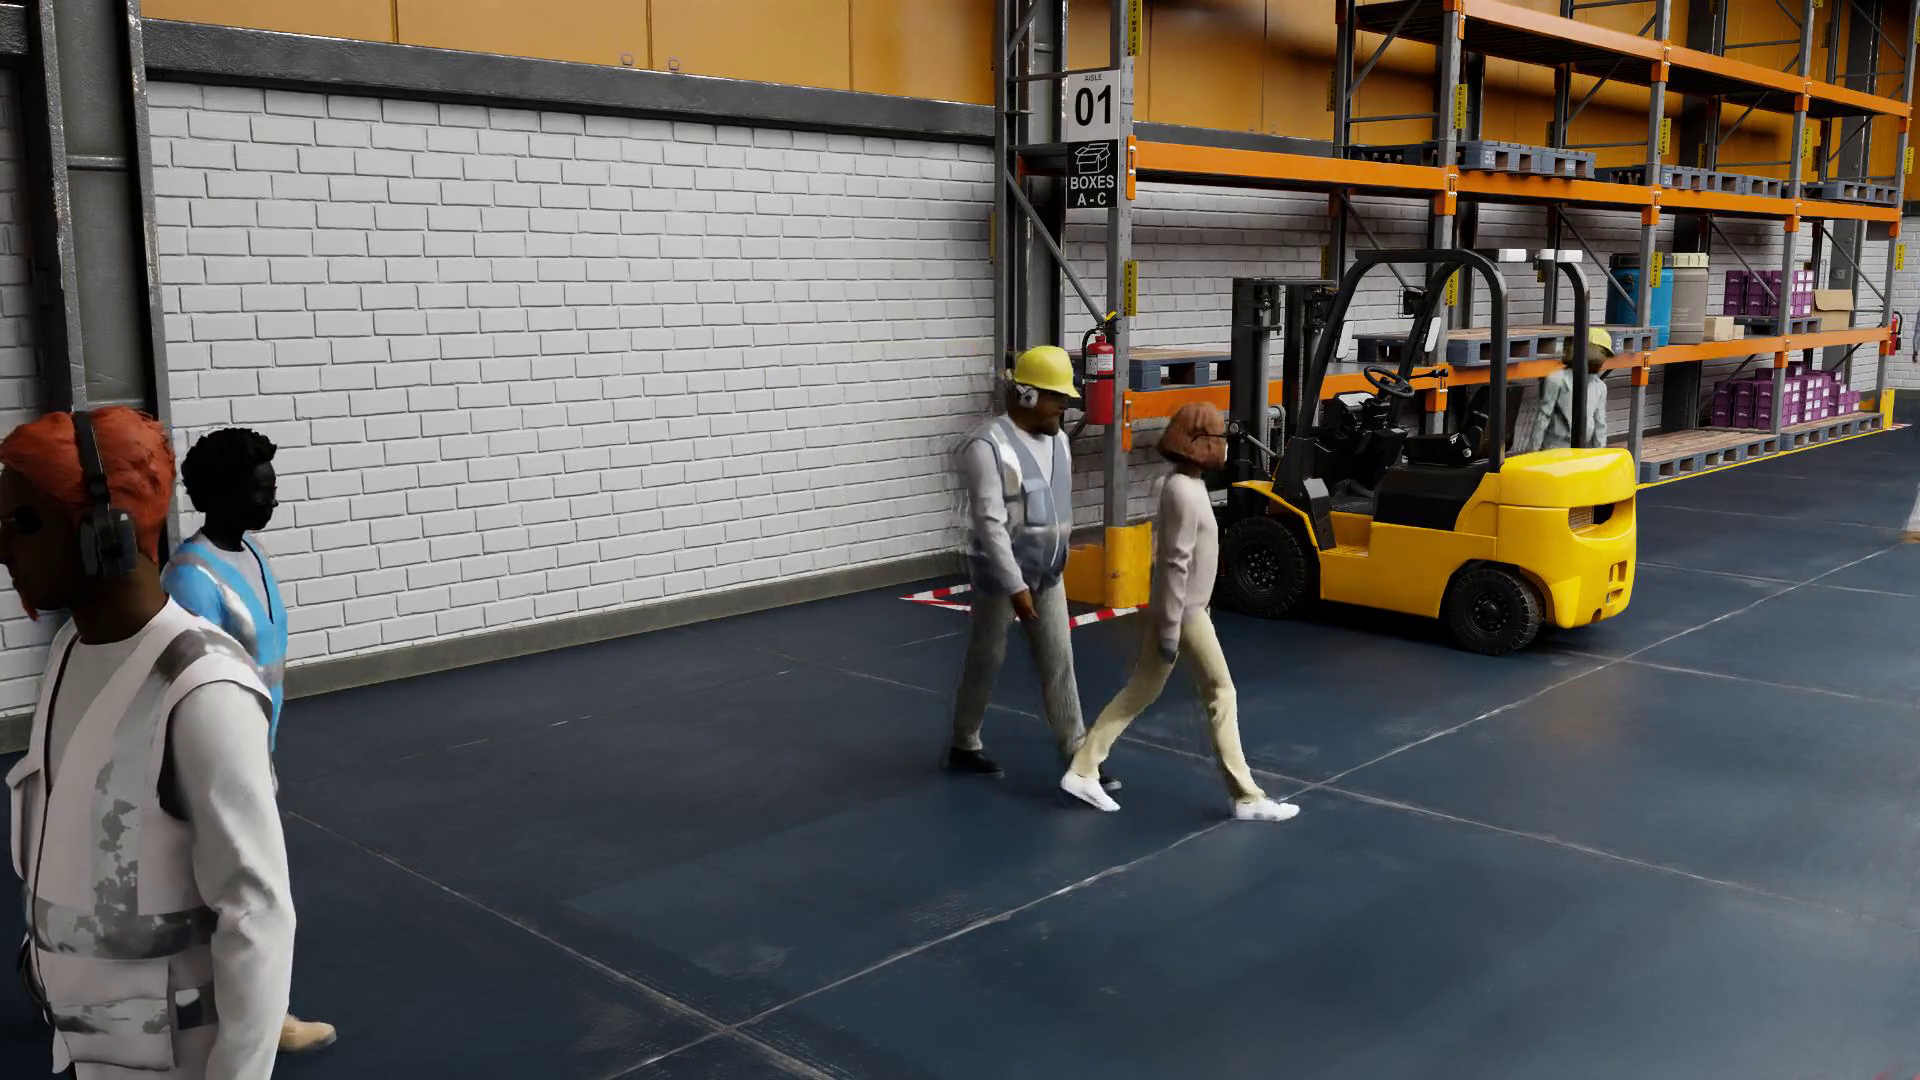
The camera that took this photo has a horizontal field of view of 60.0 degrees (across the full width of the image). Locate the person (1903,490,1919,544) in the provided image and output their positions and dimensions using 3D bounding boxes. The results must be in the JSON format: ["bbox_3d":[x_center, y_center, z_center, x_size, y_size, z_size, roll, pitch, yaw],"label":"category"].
[{"bbox_3d":[7.505,-0.819,12.322,0.822,1.787,0.699,4,10,24],"label":"person"}]

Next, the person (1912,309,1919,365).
[{"bbox_3d":[13.557,-2.618,22.989,0.641,1.893,0.979,4,10,22],"label":"person"}]

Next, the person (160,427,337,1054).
[{"bbox_3d":[-2.019,0.532,4.369,0.612,1.675,0.553,-1,9,-5],"label":"person"}]

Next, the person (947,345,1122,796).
[{"bbox_3d":[0.260,0.127,6.574,0.586,1.778,0.858,-9,13,-43],"label":"person"}]

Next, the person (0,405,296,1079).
[{"bbox_3d":[-1.171,0.742,2.440,0.583,1.882,0.337,9,13,43],"label":"person"}]

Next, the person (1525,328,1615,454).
[{"bbox_3d":[3.913,-0.517,10.736,0.567,1.688,0.370,-5,11,-29],"label":"person"}]

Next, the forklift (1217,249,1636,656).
[{"bbox_3d":[2.710,-0.584,9.626,2.313,2.155,1.214,9,13,43],"label":"forklift"}]

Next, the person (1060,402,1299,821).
[{"bbox_3d":[0.804,0.271,6.242,0.889,1.587,0.510,1,9,4],"label":"person"}]
